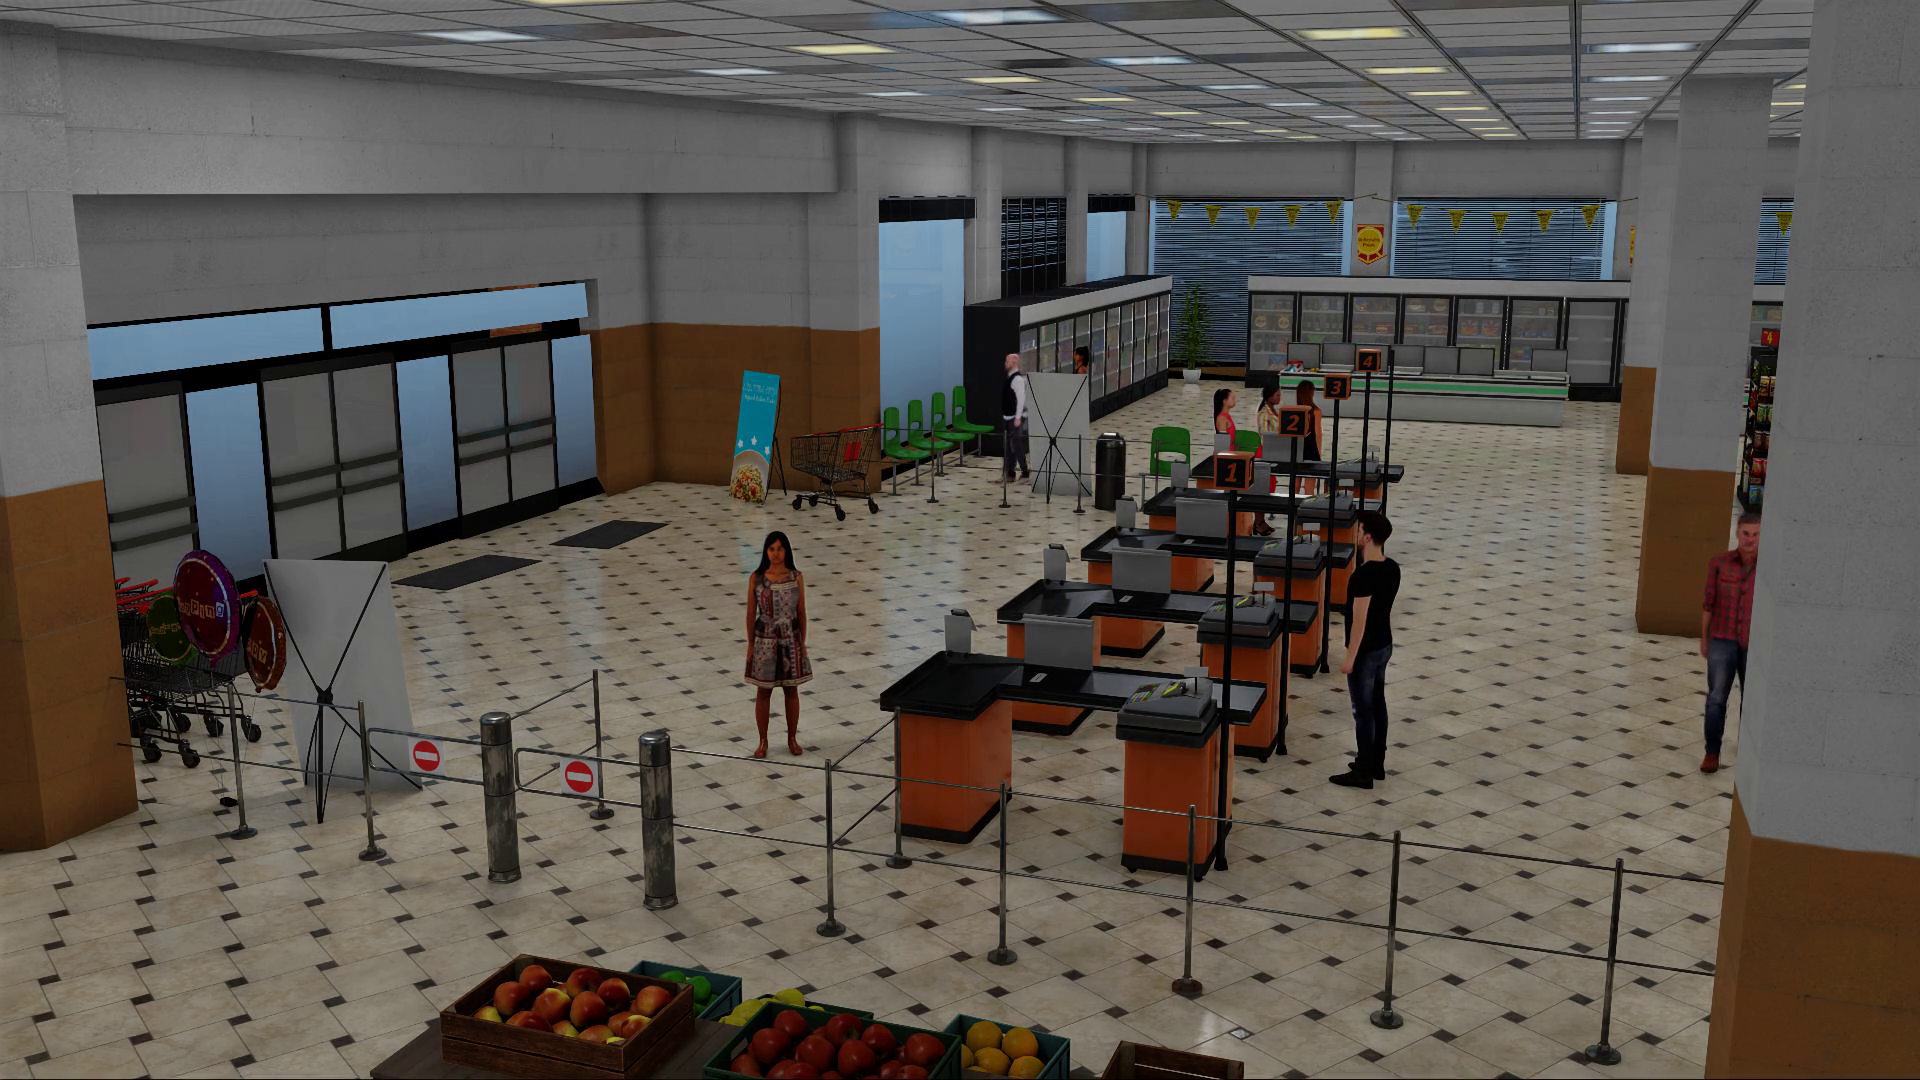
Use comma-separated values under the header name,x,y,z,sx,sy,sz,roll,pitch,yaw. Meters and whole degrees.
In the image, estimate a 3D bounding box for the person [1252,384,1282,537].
name,x,y,z,sx,sy,sz,roll,pitch,yaw
person,3.646,-0.955,19.729,0.541,1.793,0.607,5,13,24

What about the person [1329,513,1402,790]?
name,x,y,z,sx,sy,sz,roll,pitch,yaw
person,2.807,0.749,11.385,0.694,1.897,0.737,9,15,38

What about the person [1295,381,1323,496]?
name,x,y,z,sx,sy,sz,roll,pitch,yaw
person,4.069,-0.967,19.687,0.524,1.834,0.681,7,14,29

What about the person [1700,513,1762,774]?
name,x,y,z,sx,sy,sz,roll,pitch,yaw
person,5.551,0.702,11.807,0.985,1.814,0.832,6,13,26

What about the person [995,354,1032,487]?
name,x,y,z,sx,sy,sz,roll,pitch,yaw
person,0.764,-1.676,23.068,0.886,1.829,0.846,-3,12,-13

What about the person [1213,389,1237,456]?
name,x,y,z,sx,sy,sz,roll,pitch,yaw
person,3.151,-0.951,19.871,0.601,1.727,0.640,3,12,12

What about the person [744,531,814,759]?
name,x,y,z,sx,sy,sz,roll,pitch,yaw
person,-1.320,0.740,12.036,0.664,1.645,0.785,-3,12,-12

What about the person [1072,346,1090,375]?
name,x,y,z,sx,sy,sz,roll,pitch,yaw
person,1.885,-2.212,26.017,0.633,1.662,0.639,-1,12,-3
